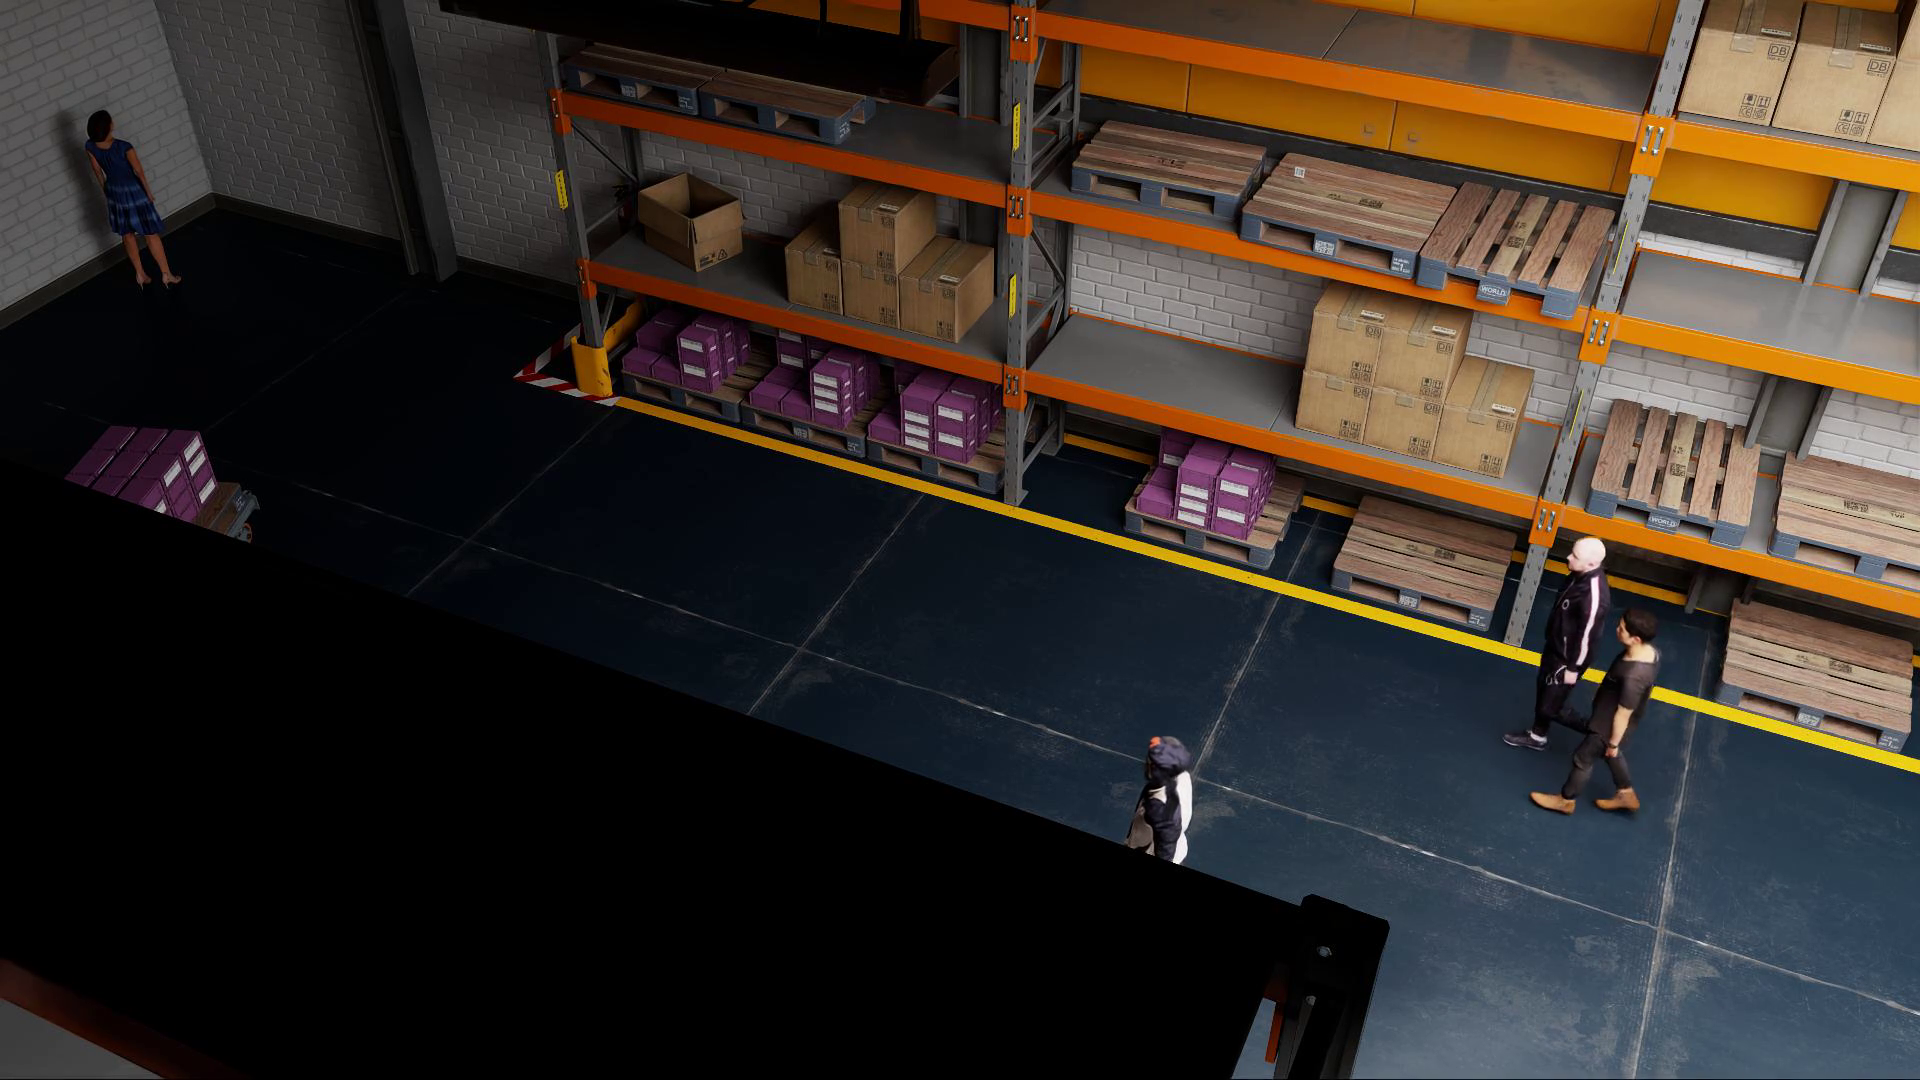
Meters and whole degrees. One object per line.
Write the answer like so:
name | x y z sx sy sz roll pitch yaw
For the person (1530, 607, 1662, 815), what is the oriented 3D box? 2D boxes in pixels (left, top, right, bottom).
person | 4.156 1.104 10.380 0.900 1.701 0.680 19 42 22

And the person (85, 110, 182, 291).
person | -7.828 -3.198 15.682 0.647 1.806 0.802 2 39 2

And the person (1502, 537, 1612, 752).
person | 4.022 0.745 10.736 0.975 1.817 0.836 6 39 7

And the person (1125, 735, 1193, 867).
person | 1.110 1.808 9.343 0.697 1.893 0.745 5 39 6
